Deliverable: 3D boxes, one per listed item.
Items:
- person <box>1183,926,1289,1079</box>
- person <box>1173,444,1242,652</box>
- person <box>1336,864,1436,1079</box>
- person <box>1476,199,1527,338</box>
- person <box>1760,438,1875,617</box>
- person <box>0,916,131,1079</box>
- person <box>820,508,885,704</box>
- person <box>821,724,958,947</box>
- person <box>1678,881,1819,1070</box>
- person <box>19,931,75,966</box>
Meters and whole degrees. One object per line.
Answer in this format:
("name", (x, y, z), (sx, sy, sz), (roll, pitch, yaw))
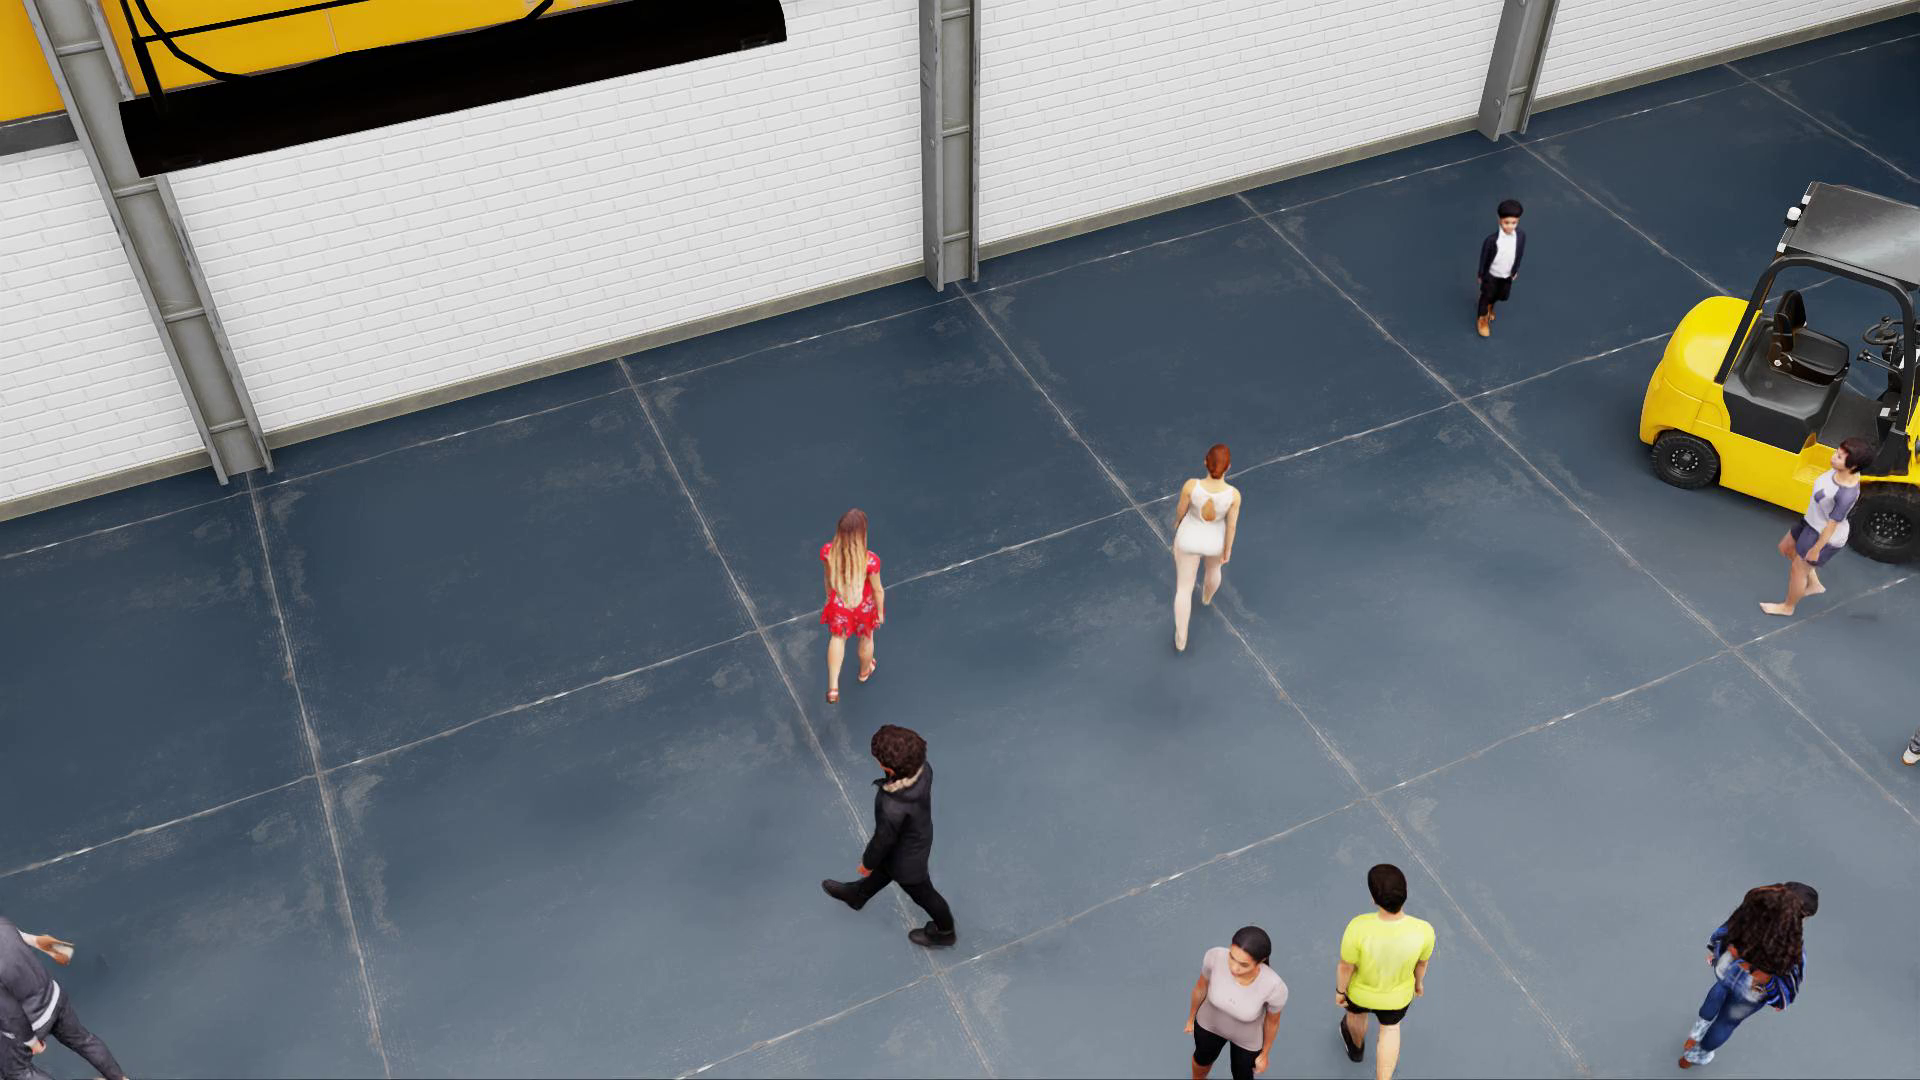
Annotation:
("person", (1.372, 2.464, 8.375), (0.690, 1.746, 0.705), (24, 48, 23))
("person", (1.579, 0.063, 10.993), (0.956, 1.611, 0.916), (6, 44, 6))
("person", (2.163, 2.346, 8.548), (1.001, 1.678, 0.979), (5, 44, 5))
("person", (4.442, -2.286, 13.743), (0.628, 1.221, 0.671), (-3, 44, -3))
("person", (5.857, -0.060, 11.165), (0.773, 1.553, 0.714), (14, 45, 14))
("person", (-4.632, 2.376, 8.464), (0.792, 1.751, 0.733), (-3, 44, -4))
("person", (-0.715, 0.458, 10.600), (0.886, 1.582, 0.927), (11, 45, 12))
("person", (-0.218, 1.702, 9.186), (1.160, 1.731, 1.050), (10, 44, 10))
("person", (4.021, 2.301, 8.644), (0.614, 1.611, 0.638), (-20, 47, -20))
("person", (-5.387, 1.986, 8.858), (1.013, 1.773, 0.607), (-15, 46, -16))
